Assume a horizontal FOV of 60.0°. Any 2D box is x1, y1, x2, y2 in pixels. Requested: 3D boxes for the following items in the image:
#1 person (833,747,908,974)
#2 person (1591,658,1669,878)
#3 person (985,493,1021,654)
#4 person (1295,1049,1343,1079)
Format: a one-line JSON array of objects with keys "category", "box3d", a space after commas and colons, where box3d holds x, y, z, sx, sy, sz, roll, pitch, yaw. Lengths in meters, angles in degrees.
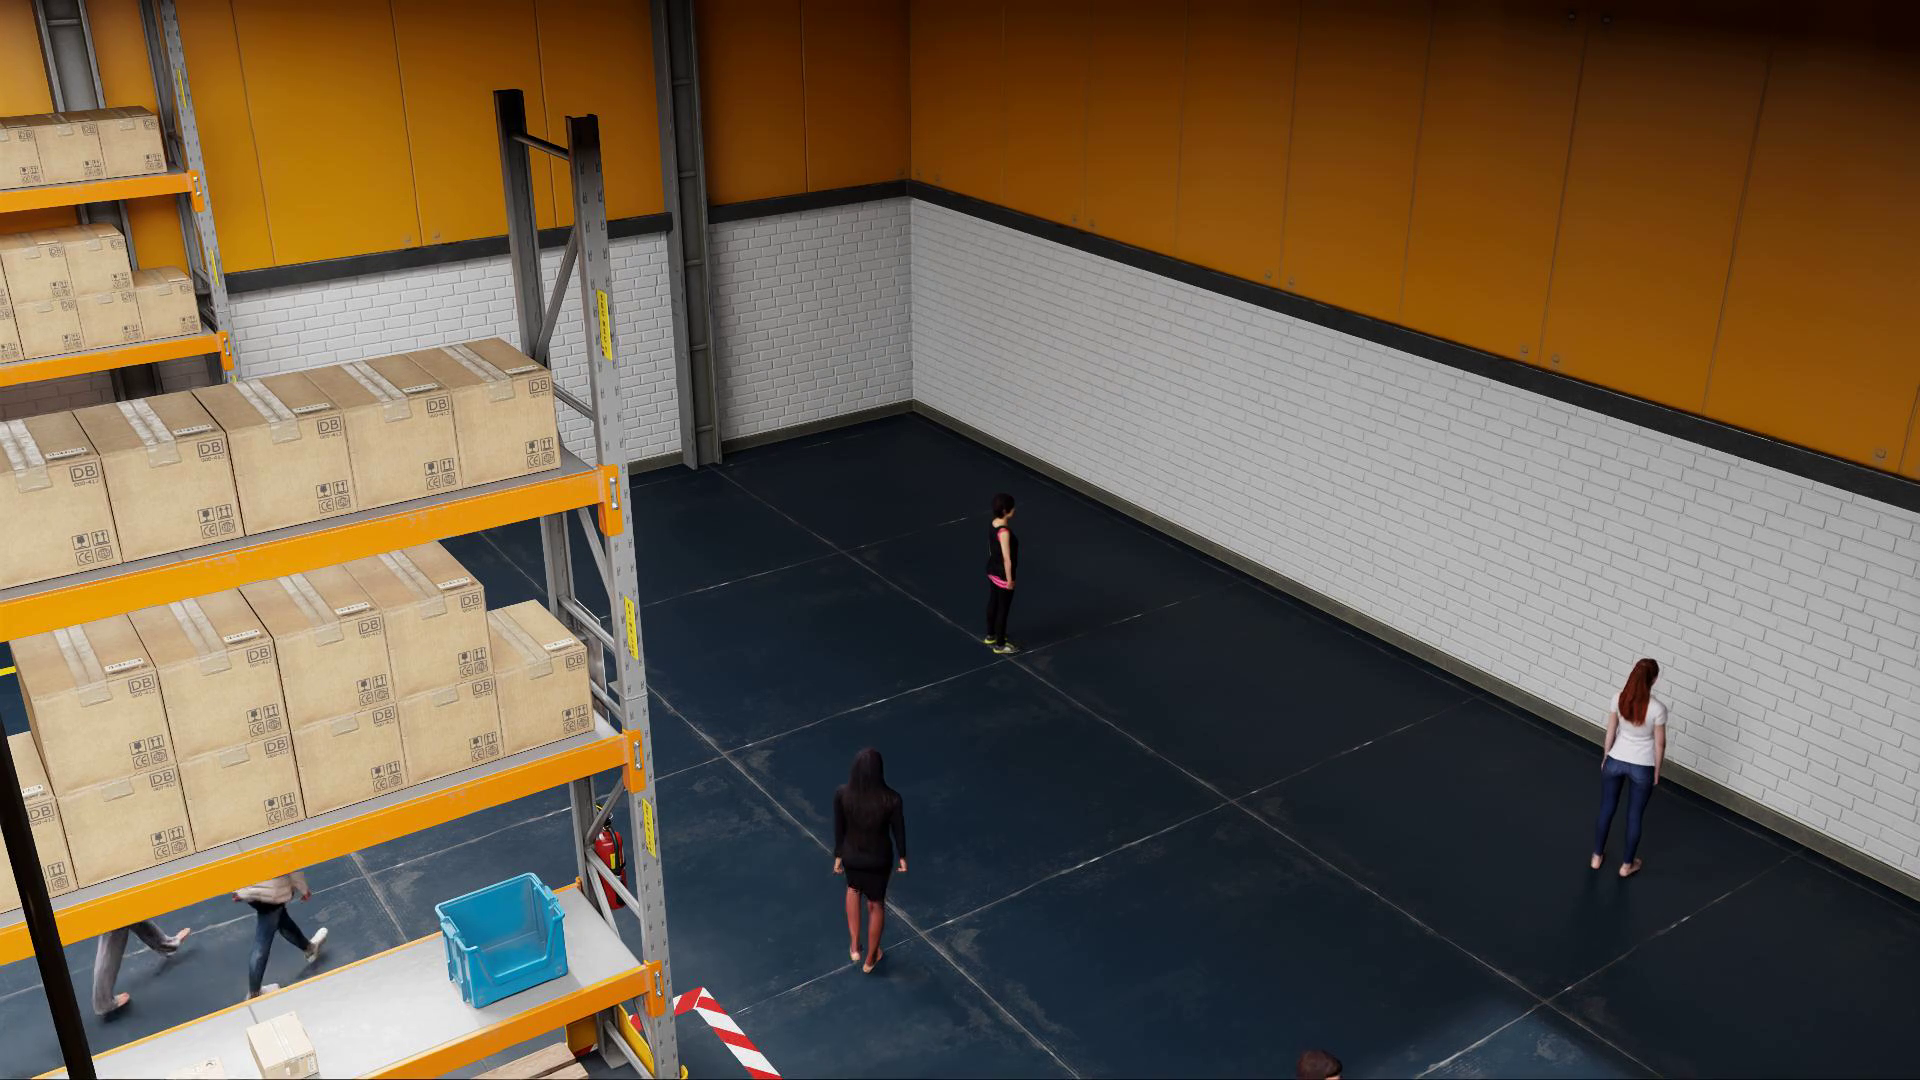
[{"category": "person", "box3d": [-0.626, 2.163, 11.023, 0.725, 1.715, 0.789, 3, 24, 8]}, {"category": "person", "box3d": [4.892, 1.655, 12.157, 0.627, 1.739, 0.628, 16, 28, 32]}, {"category": "person", "box3d": [0.382, 0.290, 15.512, 0.581, 1.552, 0.597, -8, 25, -18]}, {"category": "person", "box3d": [1.657, 3.254, 8.353, 0.878, 1.856, 0.752, 15, 28, 31]}]
